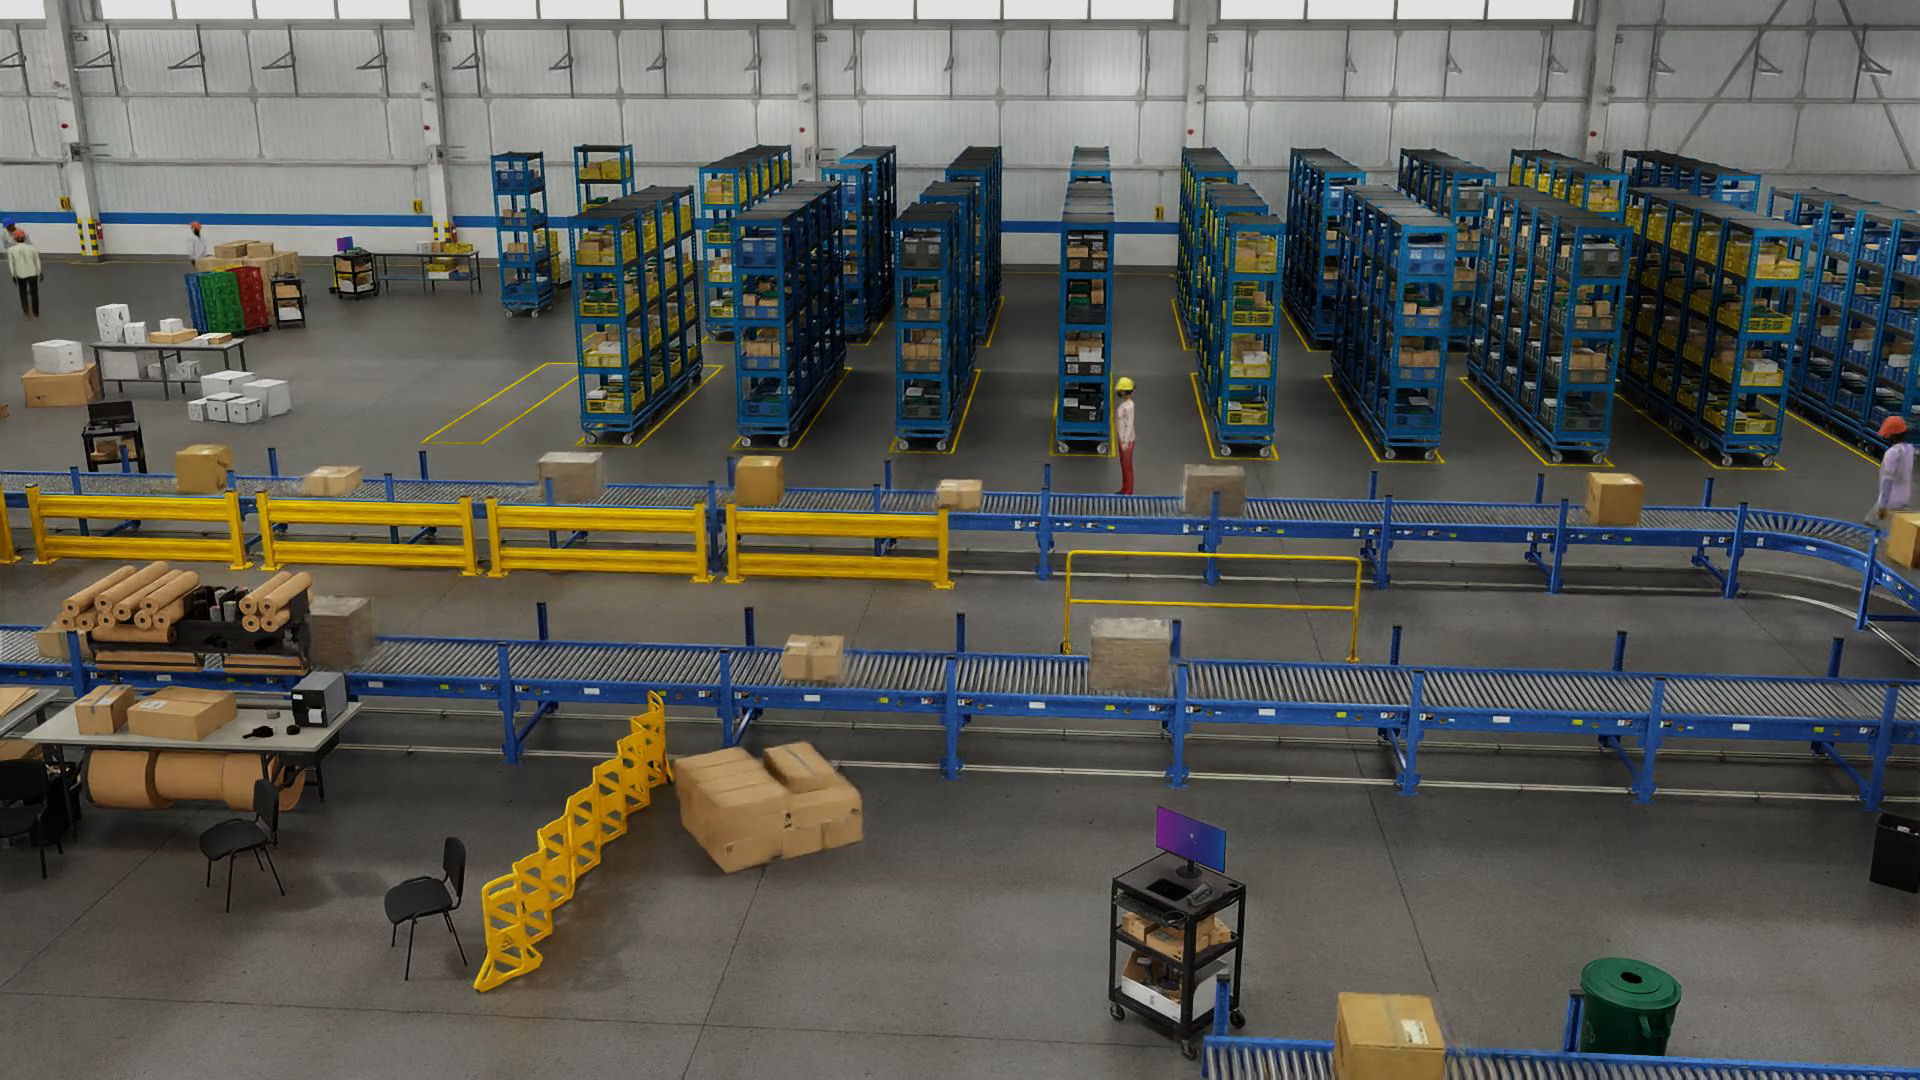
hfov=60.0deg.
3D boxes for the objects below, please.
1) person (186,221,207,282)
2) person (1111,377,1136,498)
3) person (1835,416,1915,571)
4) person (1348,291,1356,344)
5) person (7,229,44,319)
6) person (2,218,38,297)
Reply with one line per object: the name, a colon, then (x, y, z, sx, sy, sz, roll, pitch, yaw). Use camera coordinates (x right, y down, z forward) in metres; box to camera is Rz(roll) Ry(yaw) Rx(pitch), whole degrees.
person: (-18.658, -6.937, 40.734, 0.636, 1.731, 0.582, 4, 18, 14)
person: (2.278, -1.393, 23.084, 0.309, 1.772, 0.525, -1, 18, -4)
person: (11.072, -0.530, 19.987, 0.687, 1.979, 0.991, -12, 21, -33)
person: (7.907, -4.460, 32.758, 0.942, 1.812, 0.560, 9, 20, 26)
person: (-20.915, -5.971, 37.294, 0.642, 1.965, 0.798, -8, 19, -25)
person: (-22.706, -6.849, 40.181, 0.616, 1.911, 0.726, -5, 18, -14)
